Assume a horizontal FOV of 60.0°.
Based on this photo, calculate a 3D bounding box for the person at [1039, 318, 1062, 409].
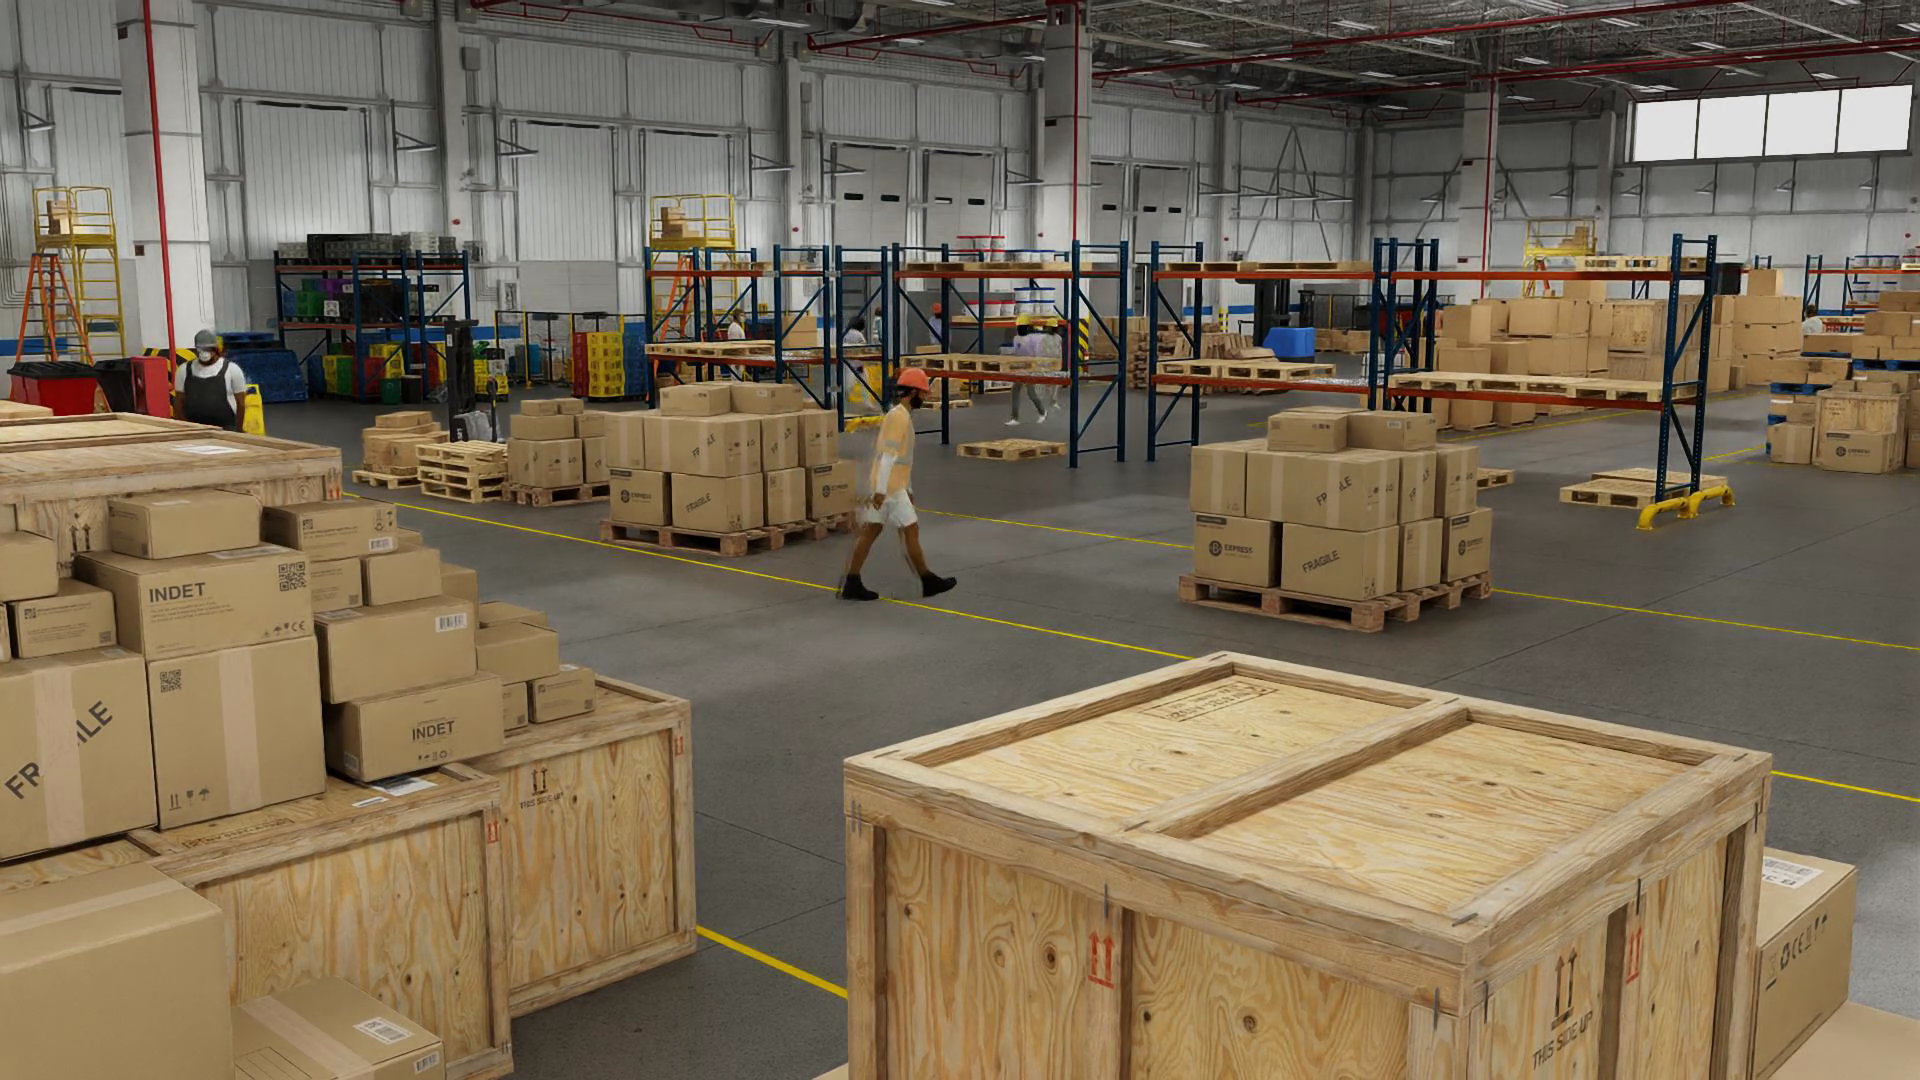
[{"bbox_3d":[1.725,-3.328,31.461,0.488,1.736,0.323,-5,11,-28],"label":"person"}]

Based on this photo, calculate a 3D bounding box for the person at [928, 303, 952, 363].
[{"bbox_3d":[-0.455,-4.539,38.506,0.563,1.877,0.835,-1,9,-5],"label":"person"}]

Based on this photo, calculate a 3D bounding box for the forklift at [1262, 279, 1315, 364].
[{"bbox_3d":[8.555,-6.090,44.881,1.873,2.768,1.129,9,13,43],"label":"forklift"}]

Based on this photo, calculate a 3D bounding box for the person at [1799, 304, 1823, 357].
[{"bbox_3d":[17.396,-3.856,34.067,0.627,1.940,0.375,-7,12,-38],"label":"person"}]

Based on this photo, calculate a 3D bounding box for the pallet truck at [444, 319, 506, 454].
[{"bbox_3d":[-6.981,-1.942,22.150,1.885,1.965,0.823,1,9,9],"label":"pallet truck"}]

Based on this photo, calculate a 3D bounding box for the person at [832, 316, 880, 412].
[{"bbox_3d":[-1.982,-3.265,30.846,0.888,1.815,0.613,1,9,6],"label":"person"}]

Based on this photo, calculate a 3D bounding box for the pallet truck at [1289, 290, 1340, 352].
[{"bbox_3d":[11.297,-6.951,52.861,1.885,1.965,0.823,-5,11,-29],"label":"pallet truck"}]

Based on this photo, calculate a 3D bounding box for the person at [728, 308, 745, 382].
[{"bbox_3d":[-4.138,-3.335,30.884,0.377,1.937,0.629,-1,9,-6],"label":"person"}]

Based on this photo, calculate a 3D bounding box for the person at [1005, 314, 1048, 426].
[{"bbox_3d":[1.142,-2.901,28.353,0.876,1.896,0.594,-9,13,-42],"label":"person"}]

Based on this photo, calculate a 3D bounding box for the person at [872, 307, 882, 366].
[{"bbox_3d":[-2.184,-5.392,44.439,0.313,1.633,0.518,-2,9,-10],"label":"person"}]

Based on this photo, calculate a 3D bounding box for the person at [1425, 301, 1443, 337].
[{"bbox_3d":[14.734,-6.594,51.692,0.547,1.645,0.865,1,9,8],"label":"person"}]

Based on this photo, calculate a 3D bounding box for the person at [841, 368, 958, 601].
[{"bbox_3d":[-0.499,-0.439,13.368,1.027,1.851,0.551,-2,9,-12],"label":"person"}]

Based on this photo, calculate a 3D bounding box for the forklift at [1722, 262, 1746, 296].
[{"bbox_3d":[20.646,-6.037,44.560,1.873,2.768,1.129,6,11,35],"label":"forklift"}]

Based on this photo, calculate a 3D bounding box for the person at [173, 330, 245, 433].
[{"bbox_3d":[-8.073,-1.256,17.812,0.693,2.000,0.889,-1,9,-7],"label":"person"}]
